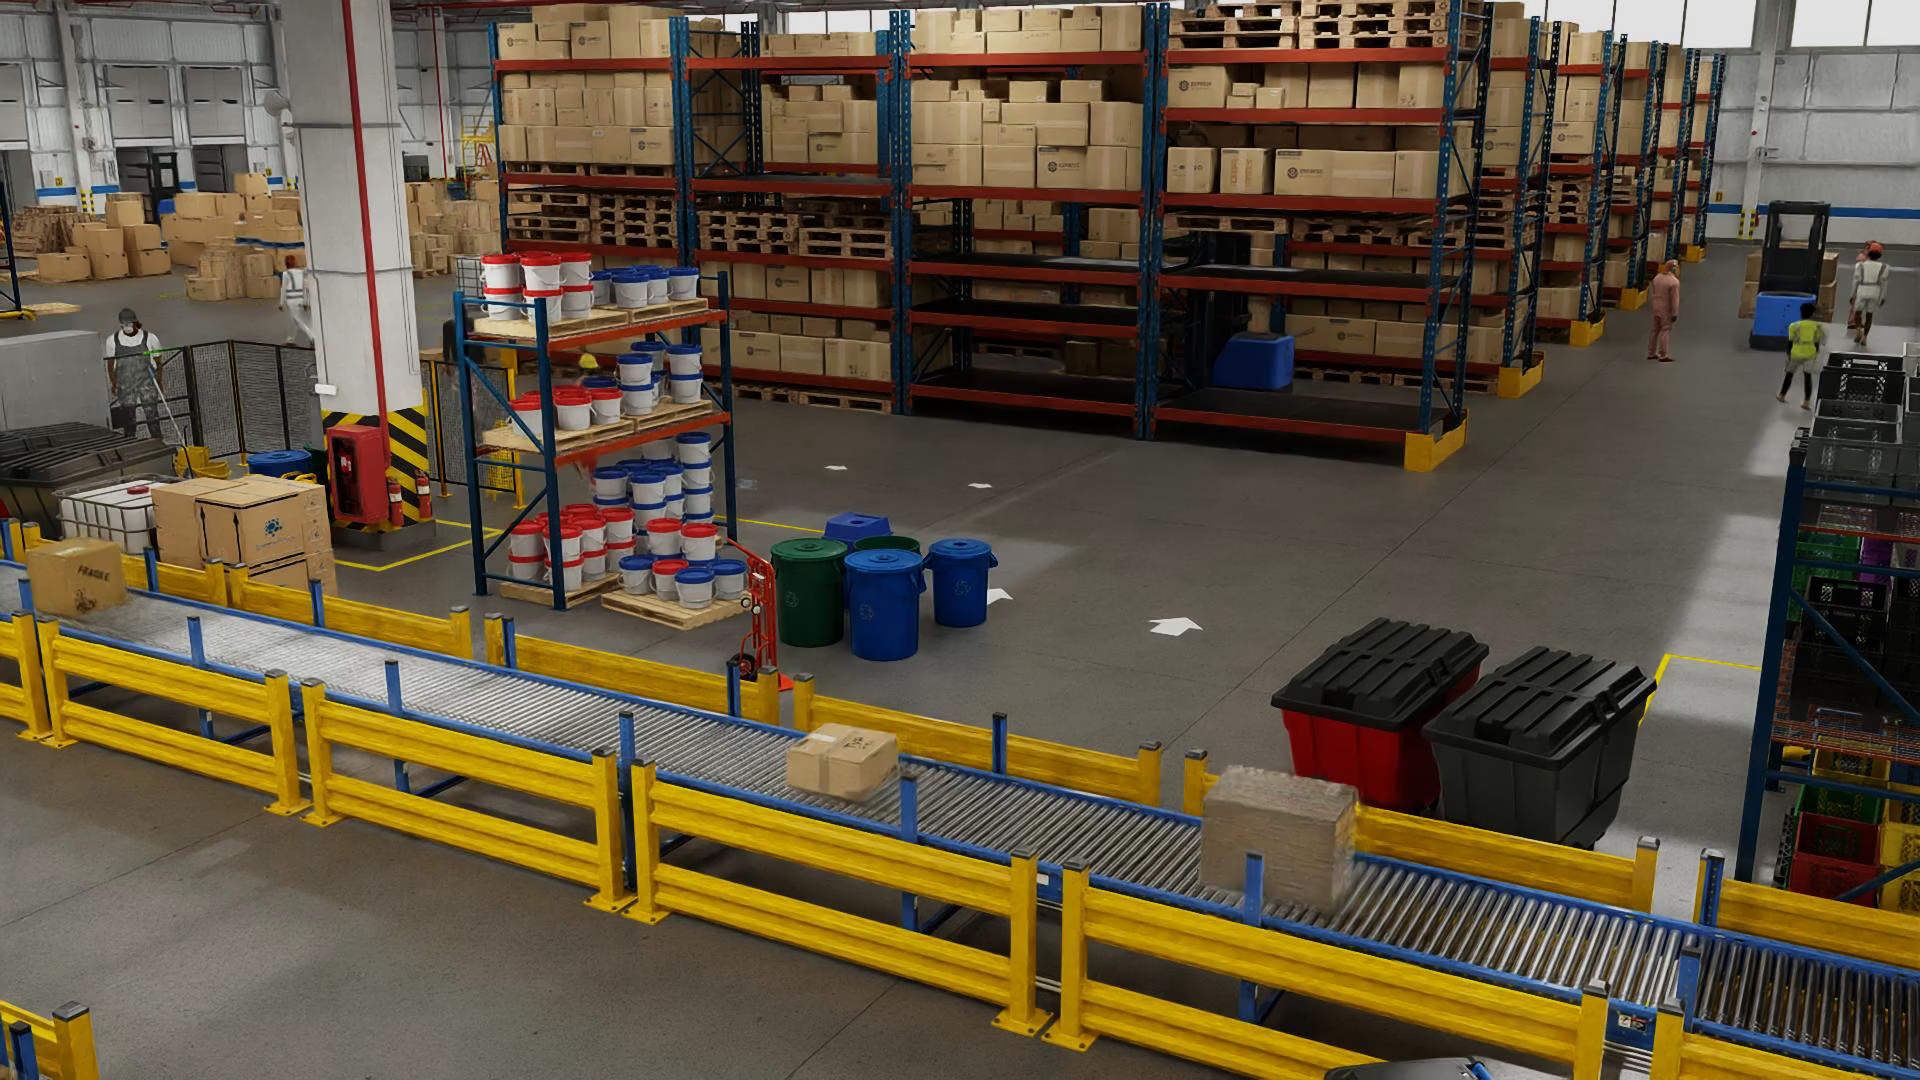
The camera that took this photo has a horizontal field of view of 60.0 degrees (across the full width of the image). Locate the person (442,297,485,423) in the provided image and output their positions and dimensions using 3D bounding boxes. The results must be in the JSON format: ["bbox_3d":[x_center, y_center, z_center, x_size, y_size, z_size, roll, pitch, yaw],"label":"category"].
[{"bbox_3d":[-7.407,-2.683,24.934,0.624,1.974,0.645,-10,18,-34],"label":"person"}]

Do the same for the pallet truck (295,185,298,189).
[{"bbox_3d":[-26.804,-14.617,69.738,1.885,1.965,0.823,-14,20,-42],"label":"pallet truck"}]

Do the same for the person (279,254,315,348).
[{"bbox_3d":[-13.018,-4.682,32.679,0.914,1.857,0.578,3,15,12],"label":"person"}]

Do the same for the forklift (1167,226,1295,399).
[{"bbox_3d":[4.407,-3.666,26.883,1.873,2.768,1.129,8,17,28],"label":"forklift"}]

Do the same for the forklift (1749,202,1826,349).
[{"bbox_3d":[16.327,-5.216,32.707,1.129,2.768,1.873,8,17,27],"label":"forklift"}]

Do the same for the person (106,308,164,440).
[{"bbox_3d":[-11.352,-2.185,22.922,0.688,2.000,0.536,-6,16,-20],"label":"person"}]

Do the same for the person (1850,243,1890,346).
[{"bbox_3d":[18.118,-4.898,33.153,0.631,2.020,0.540,8,17,26],"label":"person"}]

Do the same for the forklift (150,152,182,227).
[{"bbox_3d":[-29.895,-13.215,62.780,1.873,2.768,1.129,8,17,28],"label":"forklift"}]

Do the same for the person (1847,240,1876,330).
[{"bbox_3d":[19.261,-5.435,35.424,0.399,1.900,0.636,14,20,43],"label":"person"}]

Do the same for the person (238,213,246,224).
[{"bbox_3d":[-20.546,-8.625,47.967,0.532,1.589,0.839,10,18,34],"label":"person"}]

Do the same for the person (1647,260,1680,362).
[{"bbox_3d":[13.200,-4.286,31.101,0.400,1.901,0.646,-5,16,-18],"label":"person"}]

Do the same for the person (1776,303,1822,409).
[{"bbox_3d":[13.423,-2.948,26.530,0.551,1.640,0.896,1,15,3],"label":"person"}]

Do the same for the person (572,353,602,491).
[{"bbox_3d":[-4.658,-1.494,20.884,0.598,1.749,0.540,10,18,33],"label":"person"}]
